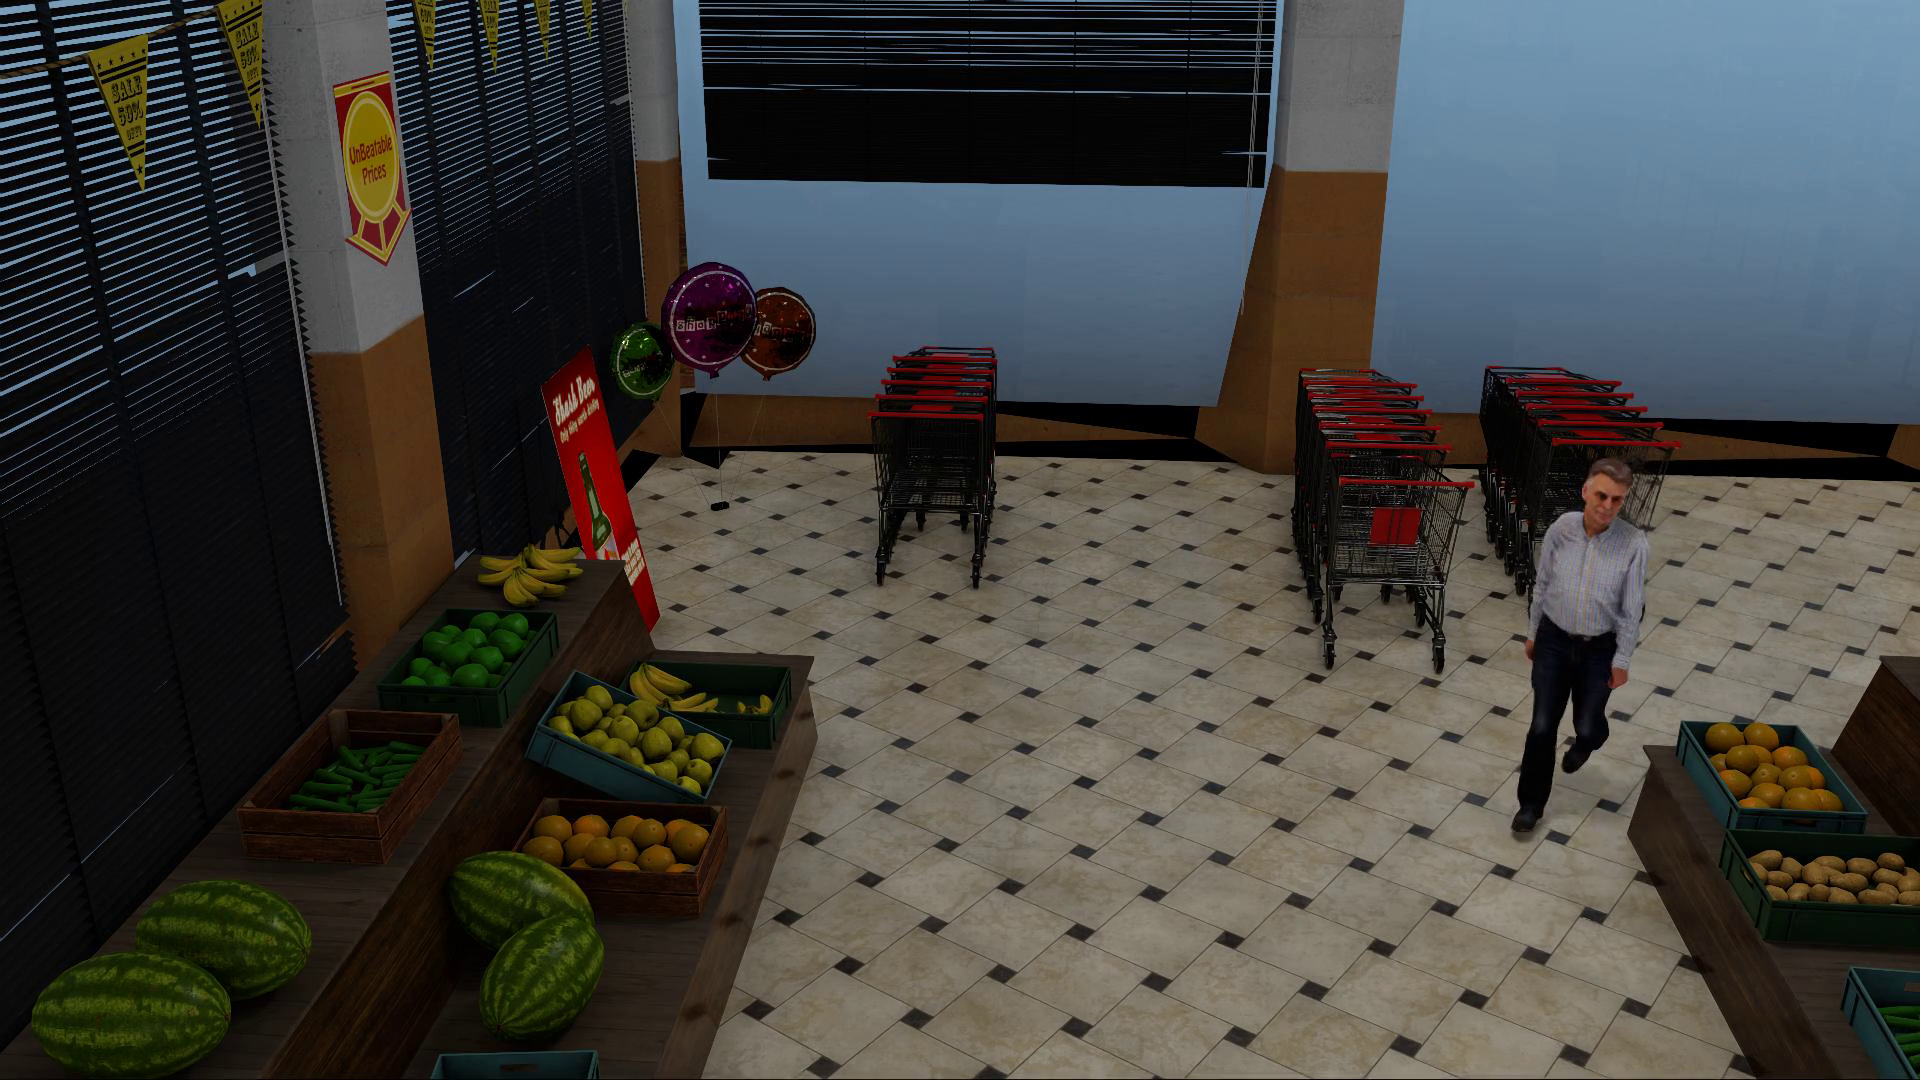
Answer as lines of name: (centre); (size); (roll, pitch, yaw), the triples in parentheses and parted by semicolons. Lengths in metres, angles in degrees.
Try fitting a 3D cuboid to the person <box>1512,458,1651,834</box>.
person: (2.864, 0.451, 7.597); (1.005, 1.793, 1.176); (19, 28, 38)
